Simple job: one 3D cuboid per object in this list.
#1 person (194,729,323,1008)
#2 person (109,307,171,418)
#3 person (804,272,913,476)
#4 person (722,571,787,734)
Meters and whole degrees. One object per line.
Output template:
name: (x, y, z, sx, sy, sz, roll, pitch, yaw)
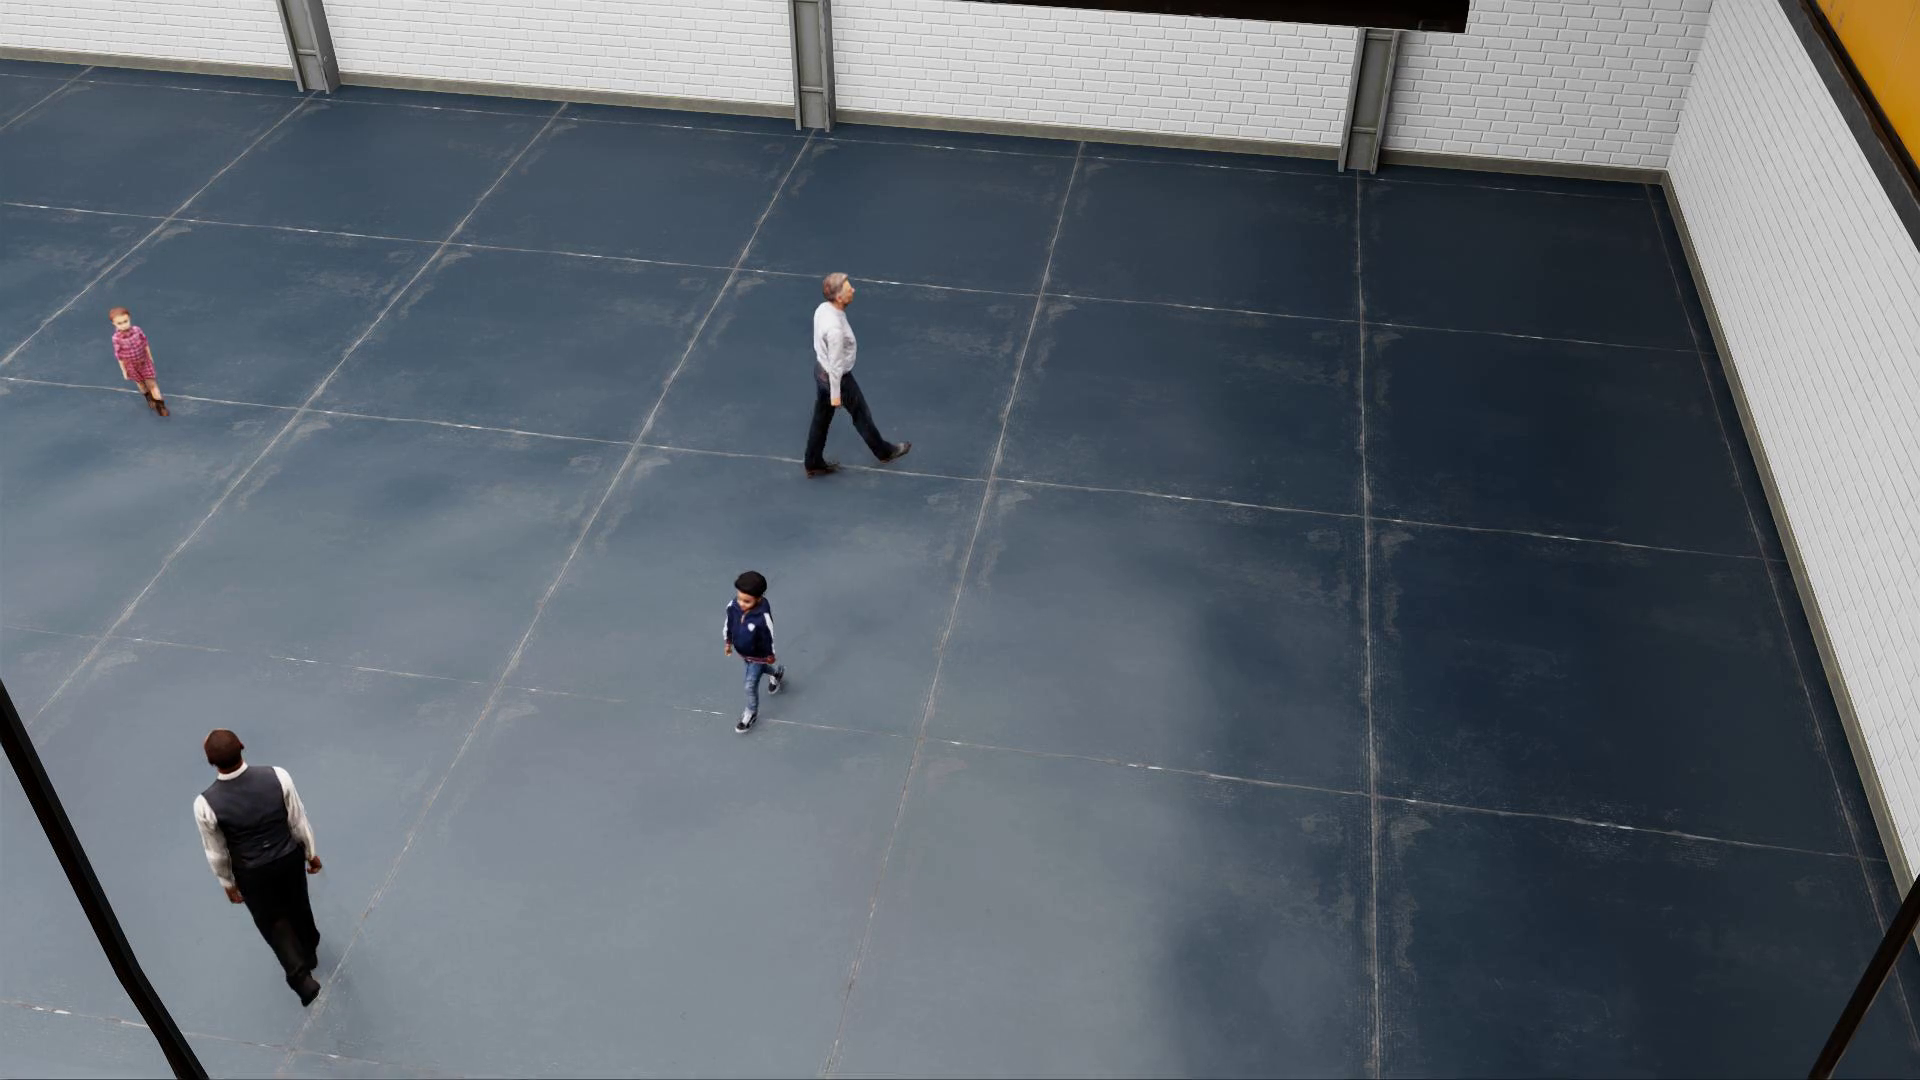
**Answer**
person: (-3.750, 1.818, 9.097, 1.075, 1.900, 1.126, -22, 44, -26)
person: (-6.947, -1.529, 14.008, 0.686, 1.002, 0.754, -25, 45, -28)
person: (-1.061, -1.263, 13.048, 1.222, 1.783, 1.018, -11, 40, -14)
person: (-1.355, 0.676, 11.081, 0.835, 1.207, 0.797, 26, 45, 28)
